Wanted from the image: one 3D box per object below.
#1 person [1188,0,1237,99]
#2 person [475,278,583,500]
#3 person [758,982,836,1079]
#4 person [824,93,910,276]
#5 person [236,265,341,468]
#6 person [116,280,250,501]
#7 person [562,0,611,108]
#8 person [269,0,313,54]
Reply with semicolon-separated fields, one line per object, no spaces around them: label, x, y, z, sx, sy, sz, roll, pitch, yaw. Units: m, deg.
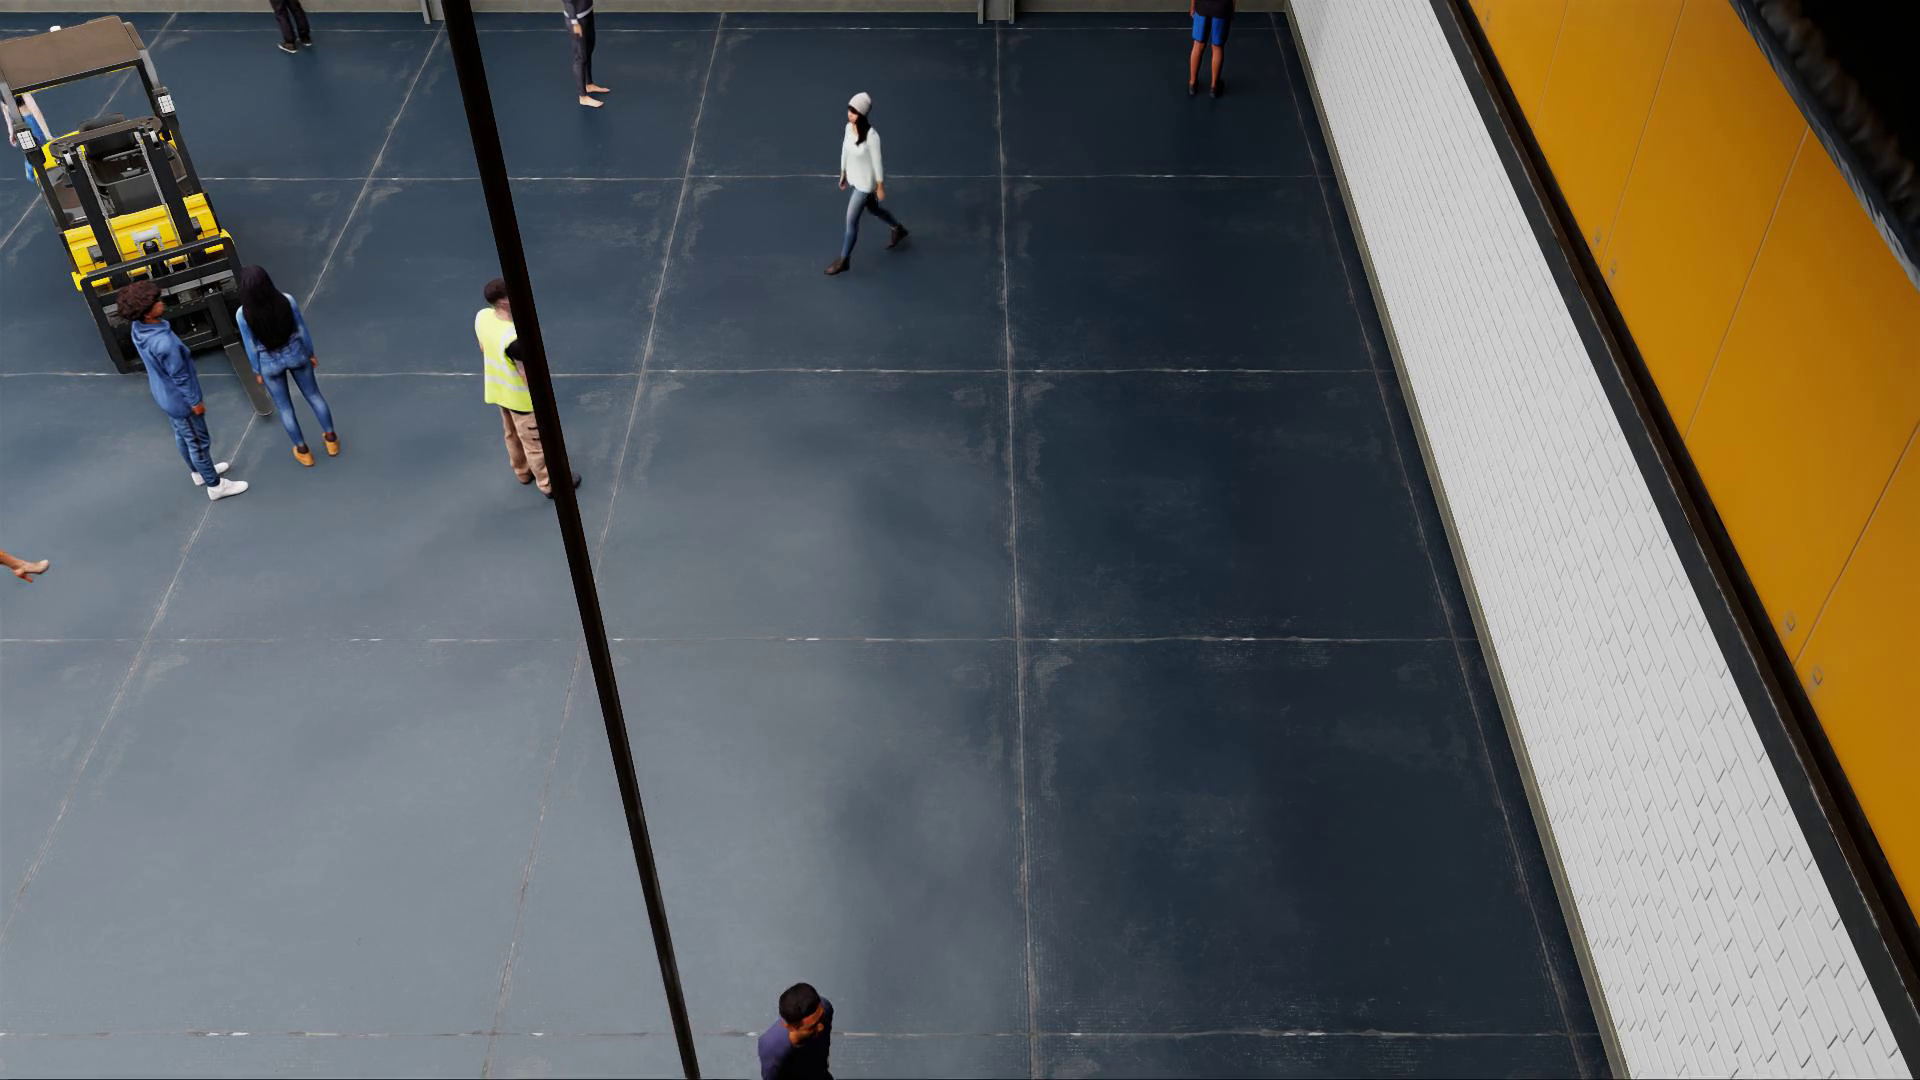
person;2.493;-5.225;16.336;0.597;1.793;0.721;14;45;14
person;-3.162;-1.096;11.965;0.853;1.845;0.913;34;53;31
person;-0.851;2.630;8.104;0.851;1.776;0.802;31;51;28
person;-0.770;-3.084;14.224;1.175;1.608;1.013;-27;50;-25
person;-4.978;-1.291;12.267;0.653;1.712;0.752;-25;49;-24
person;-5.642;-1.076;11.968;0.796;1.811;0.752;-31;52;-29
person;-3.736;-5.137;16.263;0.544;1.767;0.629;4;44;4
person;-7.030;-5.757;17.142;0.692;1.452;0.656;29;51;27
